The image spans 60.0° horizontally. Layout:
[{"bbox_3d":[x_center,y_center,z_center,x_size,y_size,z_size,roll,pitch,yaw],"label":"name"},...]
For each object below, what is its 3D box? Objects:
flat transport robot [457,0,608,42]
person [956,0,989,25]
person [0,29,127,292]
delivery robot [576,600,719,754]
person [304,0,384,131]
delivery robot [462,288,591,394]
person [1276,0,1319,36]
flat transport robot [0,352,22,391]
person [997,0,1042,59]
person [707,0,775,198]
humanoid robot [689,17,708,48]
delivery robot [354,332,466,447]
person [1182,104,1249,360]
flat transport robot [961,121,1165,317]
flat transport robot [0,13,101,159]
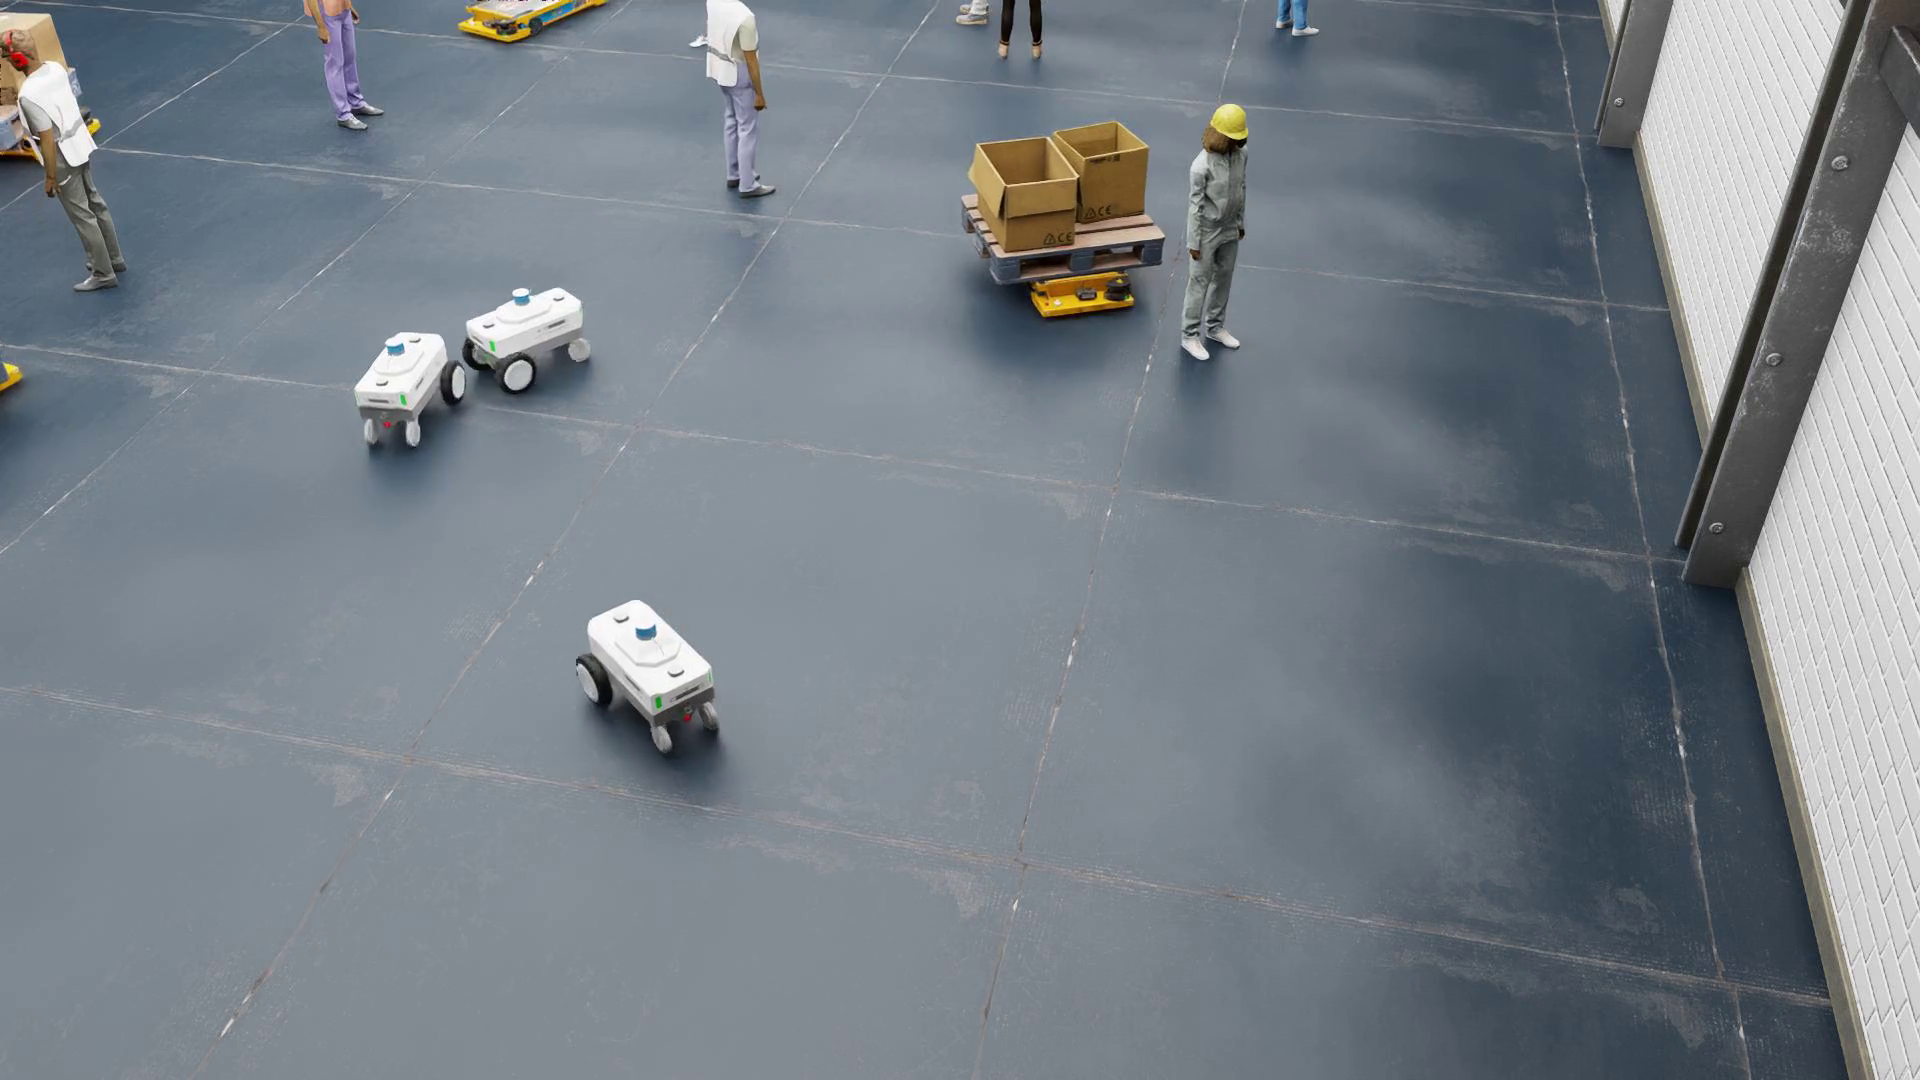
[{"bbox_3d":[-4.130,-5.180,16.150,0.659,0.231,1.431,20,41,25],"label":"flat transport robot"},{"bbox_3d":[0.137,-5.829,15.670,0.337,1.882,0.583,5,37,7],"label":"person"},{"bbox_3d":[-6.112,-2.588,11.372,0.390,1.837,0.562,-4,37,-5],"label":"person"},{"bbox_3d":[-1.530,0.623,8.163,0.499,0.614,0.791,-26,44,-30],"label":"delivery robot"},{"bbox_3d":[-5.165,-4.319,13.684,0.385,1.841,0.569,6,37,8],"label":"person"},{"bbox_3d":[-2.819,-1.323,10.766,0.808,0.614,0.499,-29,46,-33],"label":"delivery robot"},{"bbox_3d":[3.187,-5.587,15.475,0.363,1.730,0.486,-17,40,-21],"label":"person"},{"bbox_3d":[-6.667,-0.816,10.310,0.659,0.231,1.431,17,40,21],"label":"flat transport robot"},{"bbox_3d":[0.573,-5.186,14.974,0.533,1.687,0.322,0,37,0],"label":"person"},{"bbox_3d":[-1.673,-3.468,12.557,0.413,1.830,0.576,-24,43,-28],"label":"person"},{"bbox_3d":[-2.323,-5.381,15.190,0.870,1.766,0.599,-1,37,-2],"label":"humanoid robot"},{"bbox_3d":[-3.434,-0.978,10.288,0.499,0.593,0.789,4,37,5],"label":"delivery robot"},{"bbox_3d":[1.647,-1.967,10.630,0.488,1.728,0.321,-28,45,-32],"label":"person"},{"bbox_3d":[0.699,-2.035,11.941,0.659,0.231,1.431,-9,38,-12],"label":"flat transport robot"},{"bbox_3d":[-7.967,-3.375,13.735,1.431,0.231,0.659,3,37,4],"label":"flat transport robot"}]
